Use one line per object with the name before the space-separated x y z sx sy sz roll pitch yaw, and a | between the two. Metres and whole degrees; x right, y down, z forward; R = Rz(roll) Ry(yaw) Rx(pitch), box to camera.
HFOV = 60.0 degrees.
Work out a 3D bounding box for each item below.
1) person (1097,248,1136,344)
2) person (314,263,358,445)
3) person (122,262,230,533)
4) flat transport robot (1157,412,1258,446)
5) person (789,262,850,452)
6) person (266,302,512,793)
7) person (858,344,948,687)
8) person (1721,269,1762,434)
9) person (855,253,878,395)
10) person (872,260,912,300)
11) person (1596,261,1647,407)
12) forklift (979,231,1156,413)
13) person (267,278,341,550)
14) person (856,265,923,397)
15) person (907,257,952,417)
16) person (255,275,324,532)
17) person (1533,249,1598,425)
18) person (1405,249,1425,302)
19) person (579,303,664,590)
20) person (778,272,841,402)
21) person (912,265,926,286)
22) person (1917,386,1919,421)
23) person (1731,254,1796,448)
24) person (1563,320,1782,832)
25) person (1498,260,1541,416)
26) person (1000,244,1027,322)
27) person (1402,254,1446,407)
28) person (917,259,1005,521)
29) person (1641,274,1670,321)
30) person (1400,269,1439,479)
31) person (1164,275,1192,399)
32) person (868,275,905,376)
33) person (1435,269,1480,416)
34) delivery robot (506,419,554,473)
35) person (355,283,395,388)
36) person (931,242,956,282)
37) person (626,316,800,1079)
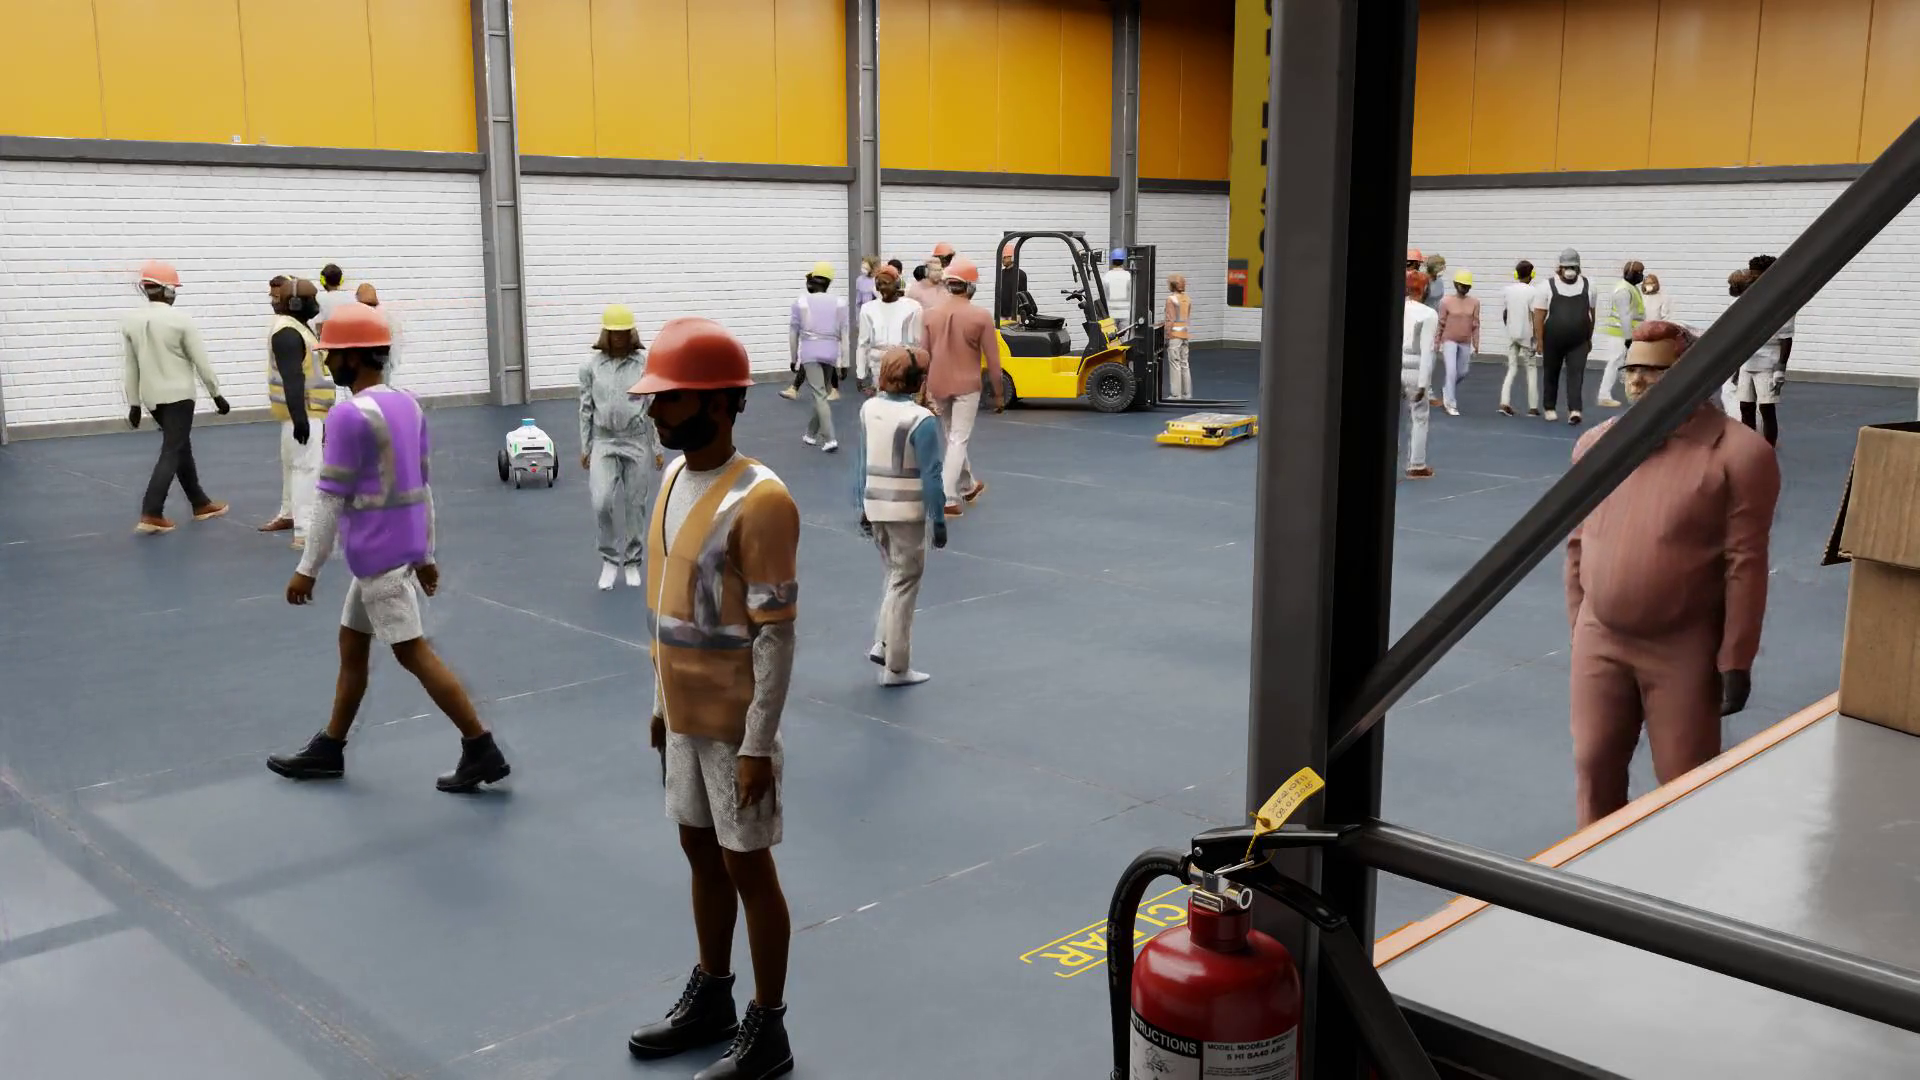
person | 2.310 -3.281 24.295 0.615 1.943 0.409 1 10 4
person | -6.322 -1.862 16.838 0.505 1.847 0.727 -9 14 -41
person | -5.744 -1.043 12.118 0.621 1.947 0.994 4 11 19
flat transport robot | 2.616 -1.167 17.337 0.652 0.197 1.431 6 12 28
person | -1.384 -1.821 16.577 0.583 1.869 1.009 -5 11 -25
person | -2.200 0.042 6.368 1.013 1.894 0.563 1 10 3
person | -0.261 -0.109 7.874 0.385 1.623 0.538 -8 13 -39
person | 7.838 -1.782 16.544 0.813 1.806 0.429 -6 12 -29
person | -1.088 -2.938 22.545 0.635 1.911 0.840 7 13 35
person | -0.801 -2.537 20.567 0.608 1.844 1.130 3 11 18
person | 8.337 -2.537 20.612 0.789 1.807 0.652 7 13 34
forklift | 1.222 -2.721 20.561 2.313 2.155 1.214 2 11 13
person | -4.482 -0.859 11.380 0.429 1.843 0.632 -3 11 -16
person | -0.630 -1.474 14.640 0.611 1.862 0.646 3 11 14
person | -0.342 -2.440 19.910 0.640 1.879 0.846 -6 12 -28
person | -4.771 -0.972 11.967 0.559 1.869 0.487 10 14 43
person | 6.855 -2.334 18.869 0.692 2.000 1.034 2 11 11
person | 6.415 -3.173 23.743 0.376 1.933 0.545 -9 14 -41
person | -2.026 -0.553 9.999 0.504 1.724 0.527 -2 11 -10
person | -1.907 -2.575 21.225 0.869 1.654 0.546 -7 12 -33
person | -0.600 -3.228 24.716 0.541 1.689 0.319 3 11 17
person | 6.357 -0.713 10.392 0.649 1.910 0.642 4 11 20
person | 7.123 -1.555 14.827 0.362 1.963 0.614 -3 11 -15
person | 2.125 0.280 5.024 0.693 1.893 0.640 -9 14 -41
person | 6.612 -2.373 19.640 0.651 1.843 0.516 -10 15 -44
person | 0.725 -3.345 24.504 0.378 1.996 0.610 -9 14 -41
person | 5.750 -2.617 20.791 0.702 1.907 0.683 9 14 40
person | 0.042 -1.160 12.735 0.647 1.937 1.019 6 12 28
person | 9.642 -2.919 23.262 0.499 1.603 0.761 5 11 24
person | 3.805 -1.405 14.360 0.925 1.849 0.582 -9 14 -40
person | 2.789 -2.580 21.345 0.333 1.633 0.587 8 13 38
person | -0.676 -1.810 16.804 0.529 1.752 0.494 -3 11 -13
person | 5.928 -2.377 19.929 0.530 1.732 0.697 -1 10 -7
delivery robot | -3.702 -0.800 14.307 0.477 0.478 0.707 -4 11 -19
person | -6.188 -1.875 17.477 0.499 1.633 0.286 -7 12 -33
person | -0.205 -2.969 22.334 0.395 2.039 0.614 5 11 25
person | -0.622 0.420 4.131 0.361 1.940 0.543 -8 13 -38
